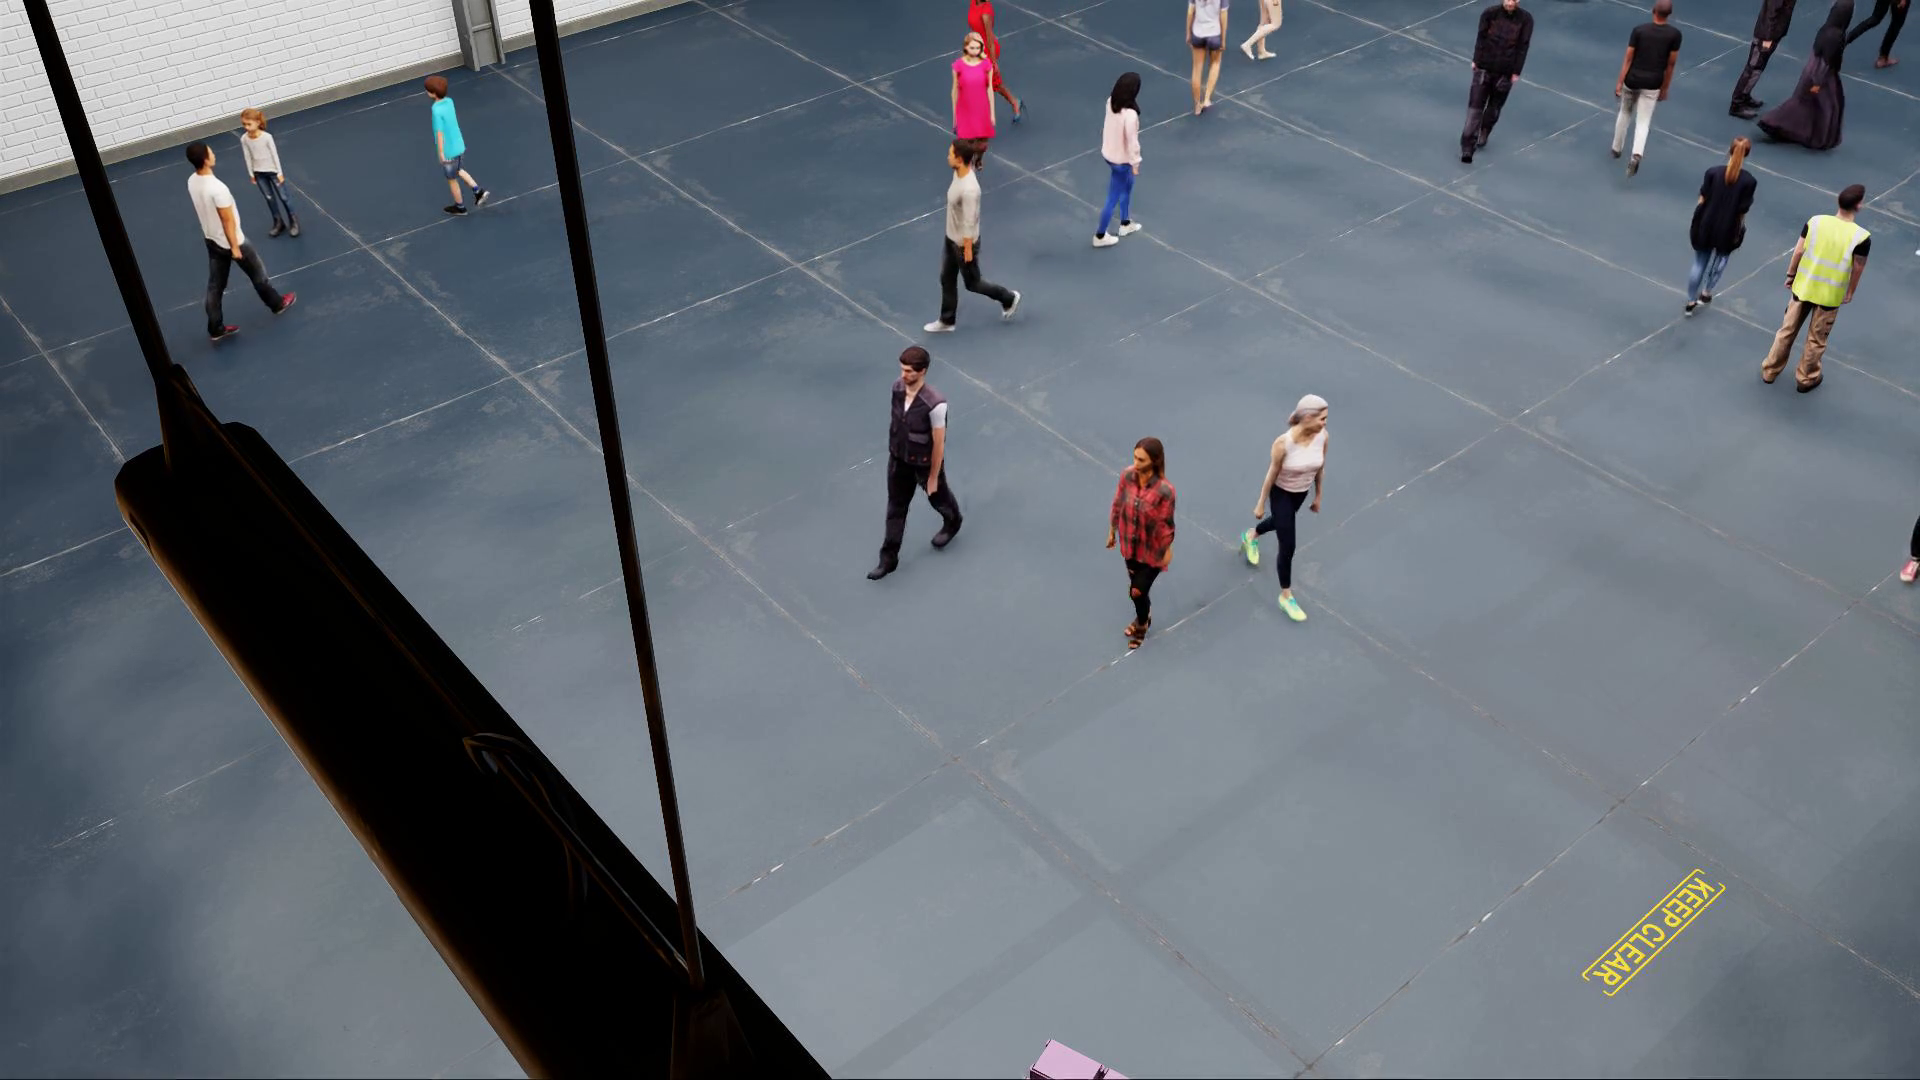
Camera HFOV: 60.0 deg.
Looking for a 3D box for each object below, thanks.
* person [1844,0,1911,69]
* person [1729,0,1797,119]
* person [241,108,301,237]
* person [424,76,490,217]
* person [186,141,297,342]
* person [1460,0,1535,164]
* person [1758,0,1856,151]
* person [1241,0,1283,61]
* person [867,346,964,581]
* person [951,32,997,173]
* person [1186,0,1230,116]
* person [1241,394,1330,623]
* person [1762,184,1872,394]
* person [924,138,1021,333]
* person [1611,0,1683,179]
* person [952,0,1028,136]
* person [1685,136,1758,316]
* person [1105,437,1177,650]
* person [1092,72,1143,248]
[{"bbox_3d":[10.565,-6.232,18.950,1.225,1.810,1.002,-10,40,-12],"label":"person"},{"bbox_3d":[8.760,-5.517,18.034,0.833,1.836,0.627,22,43,25],"label":"person"},{"bbox_3d":[-6.638,-3.531,15.969,0.549,1.310,0.617,-1,39,-1],"label":"person"},{"bbox_3d":[-4.925,-3.856,16.268,0.789,1.444,0.739,7,39,9],"label":"person"},{"bbox_3d":[-6.433,-2.546,14.375,0.908,1.759,1.212,21,43,24],"label":"person"},{"bbox_3d":[5.549,-4.875,17.225,1.123,1.843,1.320,12,40,14],"label":"person"},{"bbox_3d":[8.931,-4.887,17.443,1.061,1.588,1.065,7,39,9],"label":"person"},{"bbox_3d":[3.488,-6.301,19.177,0.824,1.635,0.717,-10,40,-12],"label":"person"},{"bbox_3d":[-0.228,-0.605,11.911,0.828,1.801,1.222,27,46,30],"label":"person"},{"bbox_3d":[0.130,-4.305,16.616,0.856,1.711,0.896,-1,39,-2],"label":"person"},{"bbox_3d":[2.654,-5.415,17.996,0.710,1.724,0.745,11,40,13],"label":"person"},{"bbox_3d":[2.268,-0.347,11.706,1.183,1.655,0.923,-15,41,-17],"label":"person"},{"bbox_3d":[7.093,-2.079,13.722,0.748,1.844,0.750,27,46,30],"label":"person"},{"bbox_3d":[0.127,-2.614,14.450,1.208,1.773,0.964,-10,40,-13],"label":"person"},{"bbox_3d":[6.945,-4.585,16.912,1.026,1.780,1.211,12,40,14],"label":"person"},{"bbox_3d":[0.367,-5.133,17.661,1.212,1.702,0.898,-14,41,-17],"label":"person"},{"bbox_3d":[6.654,-2.726,14.671,0.710,1.672,0.778,25,45,28],"label":"person"},{"bbox_3d":[1.299,-0.017,11.264,0.639,1.691,0.650,-32,48,-33],"label":"person"},{"bbox_3d":[1.410,-3.547,15.642,0.910,1.743,0.804,-13,41,-16],"label":"person"}]
